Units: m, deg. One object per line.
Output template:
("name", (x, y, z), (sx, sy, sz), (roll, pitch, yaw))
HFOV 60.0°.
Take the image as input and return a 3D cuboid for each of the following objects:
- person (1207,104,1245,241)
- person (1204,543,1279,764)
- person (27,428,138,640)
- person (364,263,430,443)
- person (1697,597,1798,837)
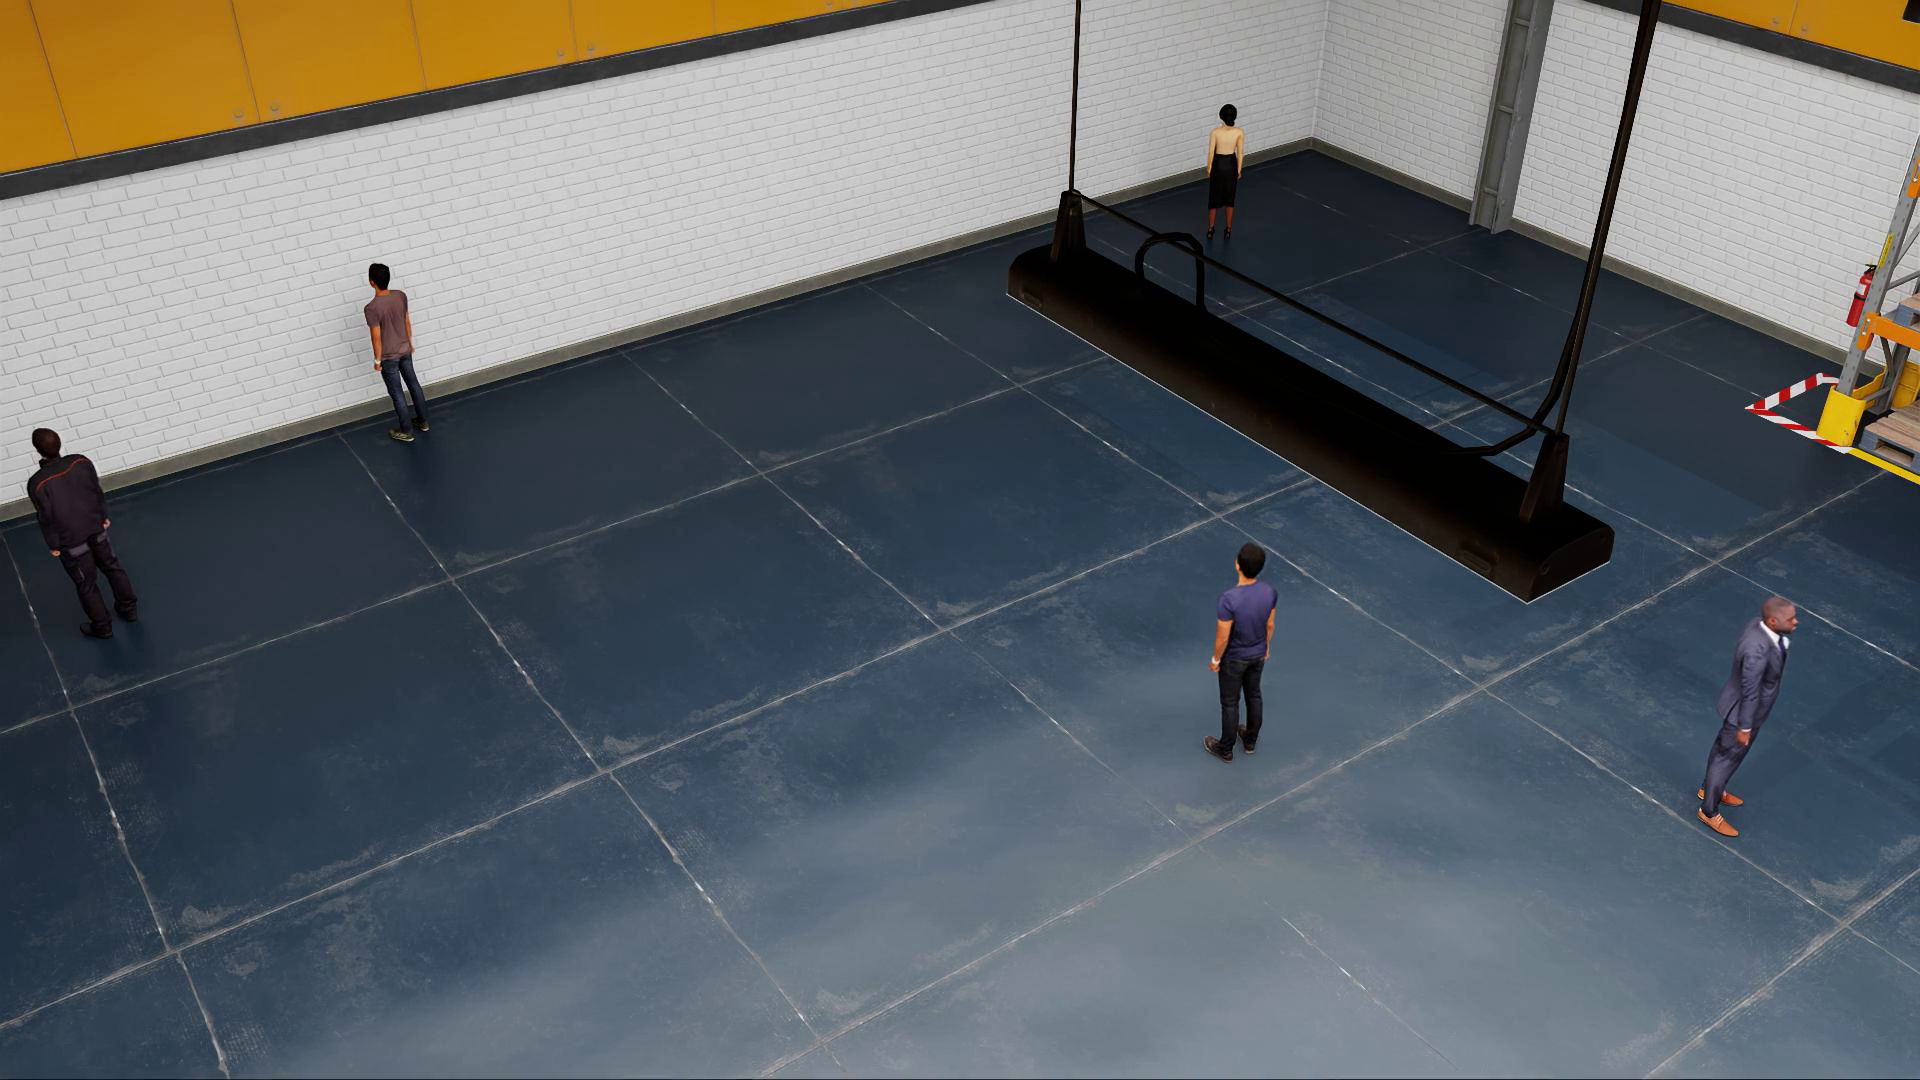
("person", (3.115, -4.344, 19.635), (0.658, 1.653, 0.699), (1, 34, 2))
("person", (2.002, 0.806, 11.762), (0.679, 1.793, 0.597), (-14, 36, -20))
("person", (-6.901, -0.065, 13.029), (0.746, 1.838, 0.794), (17, 37, 24))
("person", (-5.316, -1.775, 15.660), (0.685, 1.776, 0.707), (19, 38, 26))
("person", (5.296, 1.140, 11.231), (0.778, 1.824, 0.784), (16, 37, 23))
